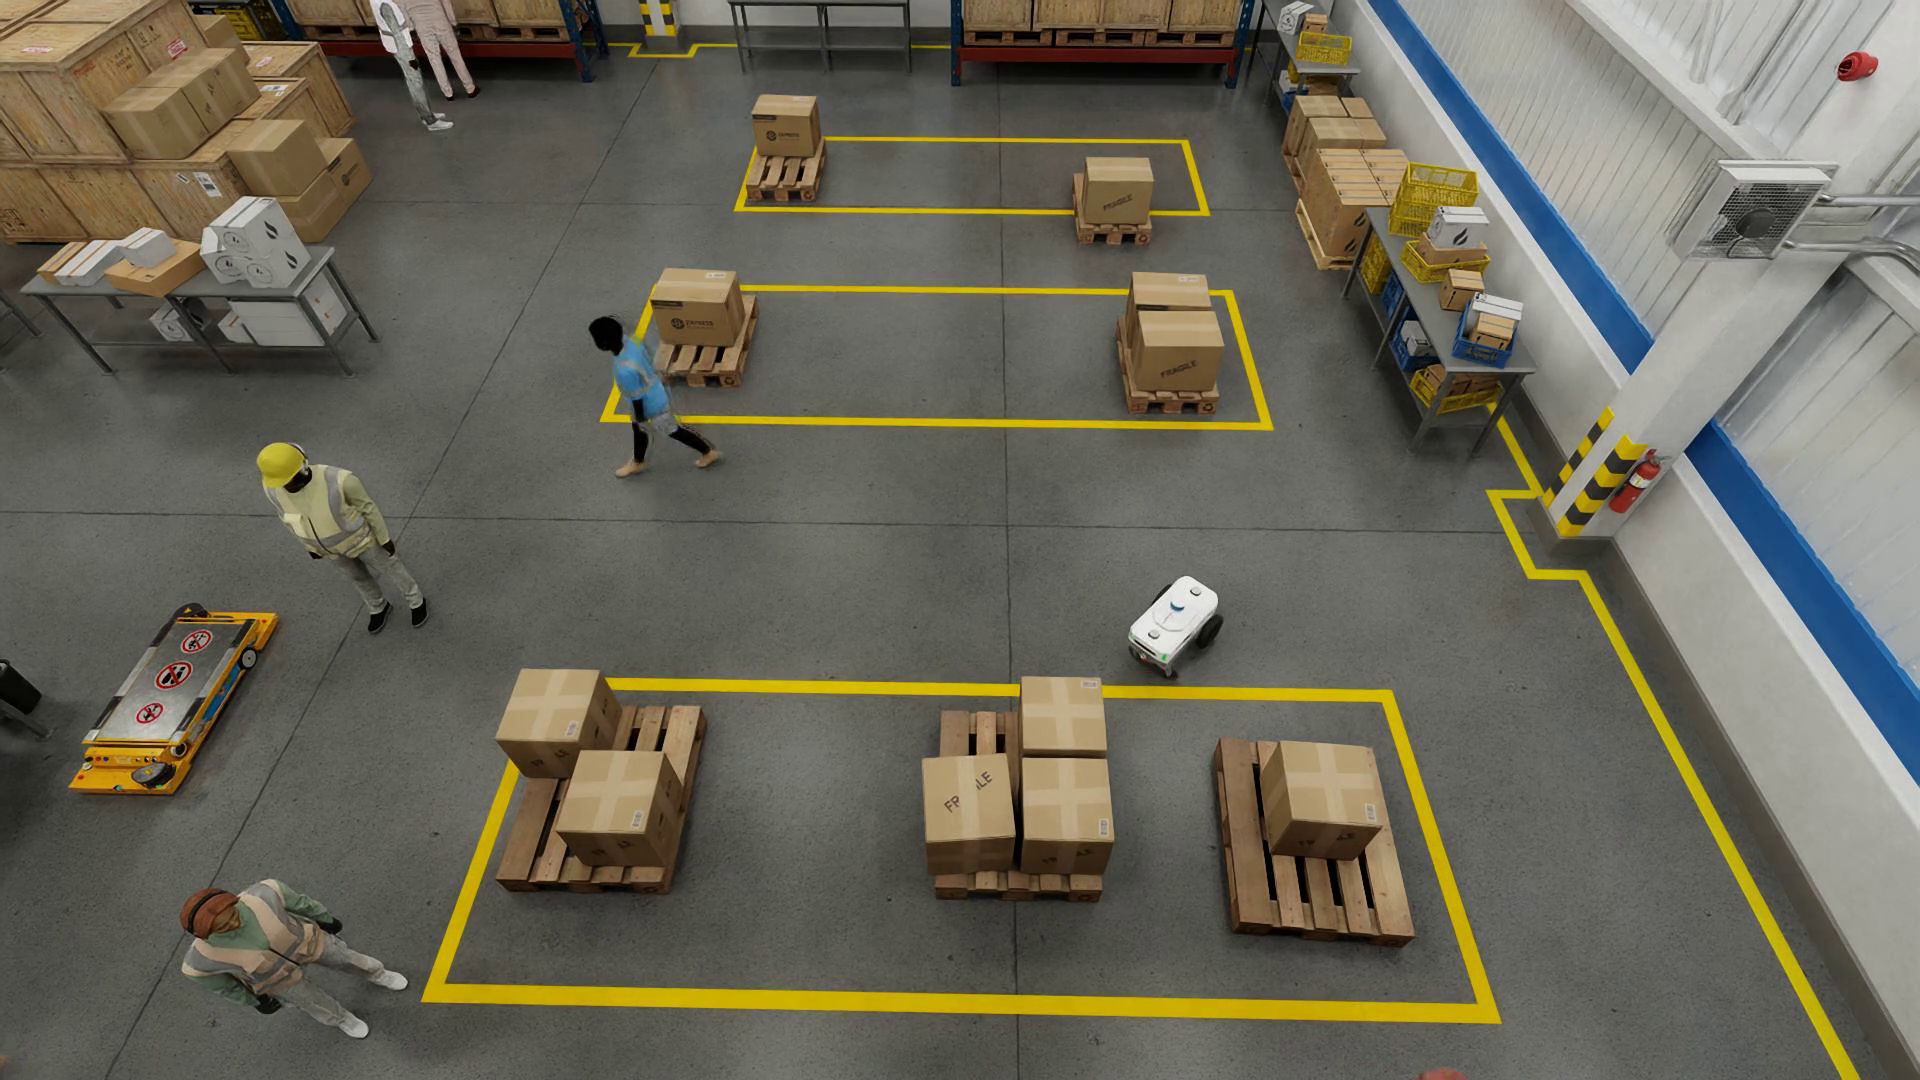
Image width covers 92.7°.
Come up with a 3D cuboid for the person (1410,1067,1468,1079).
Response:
[{"bbox_3d":[1.946,2.762,3.939,0.573,1.940,0.810,6,50,5],"label":"person"}]

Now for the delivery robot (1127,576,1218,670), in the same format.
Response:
[{"bbox_3d":[1.535,0.585,6.610,0.477,0.478,0.707,36,58,26],"label":"delivery robot"}]

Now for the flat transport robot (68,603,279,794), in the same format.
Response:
[{"bbox_3d":[-5.504,1.072,6.442,0.652,0.197,1.431,1,50,1],"label":"flat transport robot"}]

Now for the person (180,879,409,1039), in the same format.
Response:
[{"bbox_3d":[-3.399,2.130,4.662,0.313,1.634,0.514,19,52,15],"label":"person"}]

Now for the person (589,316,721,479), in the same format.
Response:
[{"bbox_3d":[-2.515,-1.147,7.420,0.892,1.648,0.567,-18,52,-15],"label":"person"}]

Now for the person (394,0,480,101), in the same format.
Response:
[{"bbox_3d":[-6.948,-6.808,12.048,0.651,1.904,0.403,-12,51,-10],"label":"person"}]

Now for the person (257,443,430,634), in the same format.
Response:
[{"bbox_3d":[-4.257,0.000,6.340,0.588,1.822,0.403,-6,50,-5],"label":"person"}]

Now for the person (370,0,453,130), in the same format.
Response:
[{"bbox_3d":[-6.993,-6.164,11.493,0.383,1.918,0.591,-28,55,-21],"label":"person"}]
